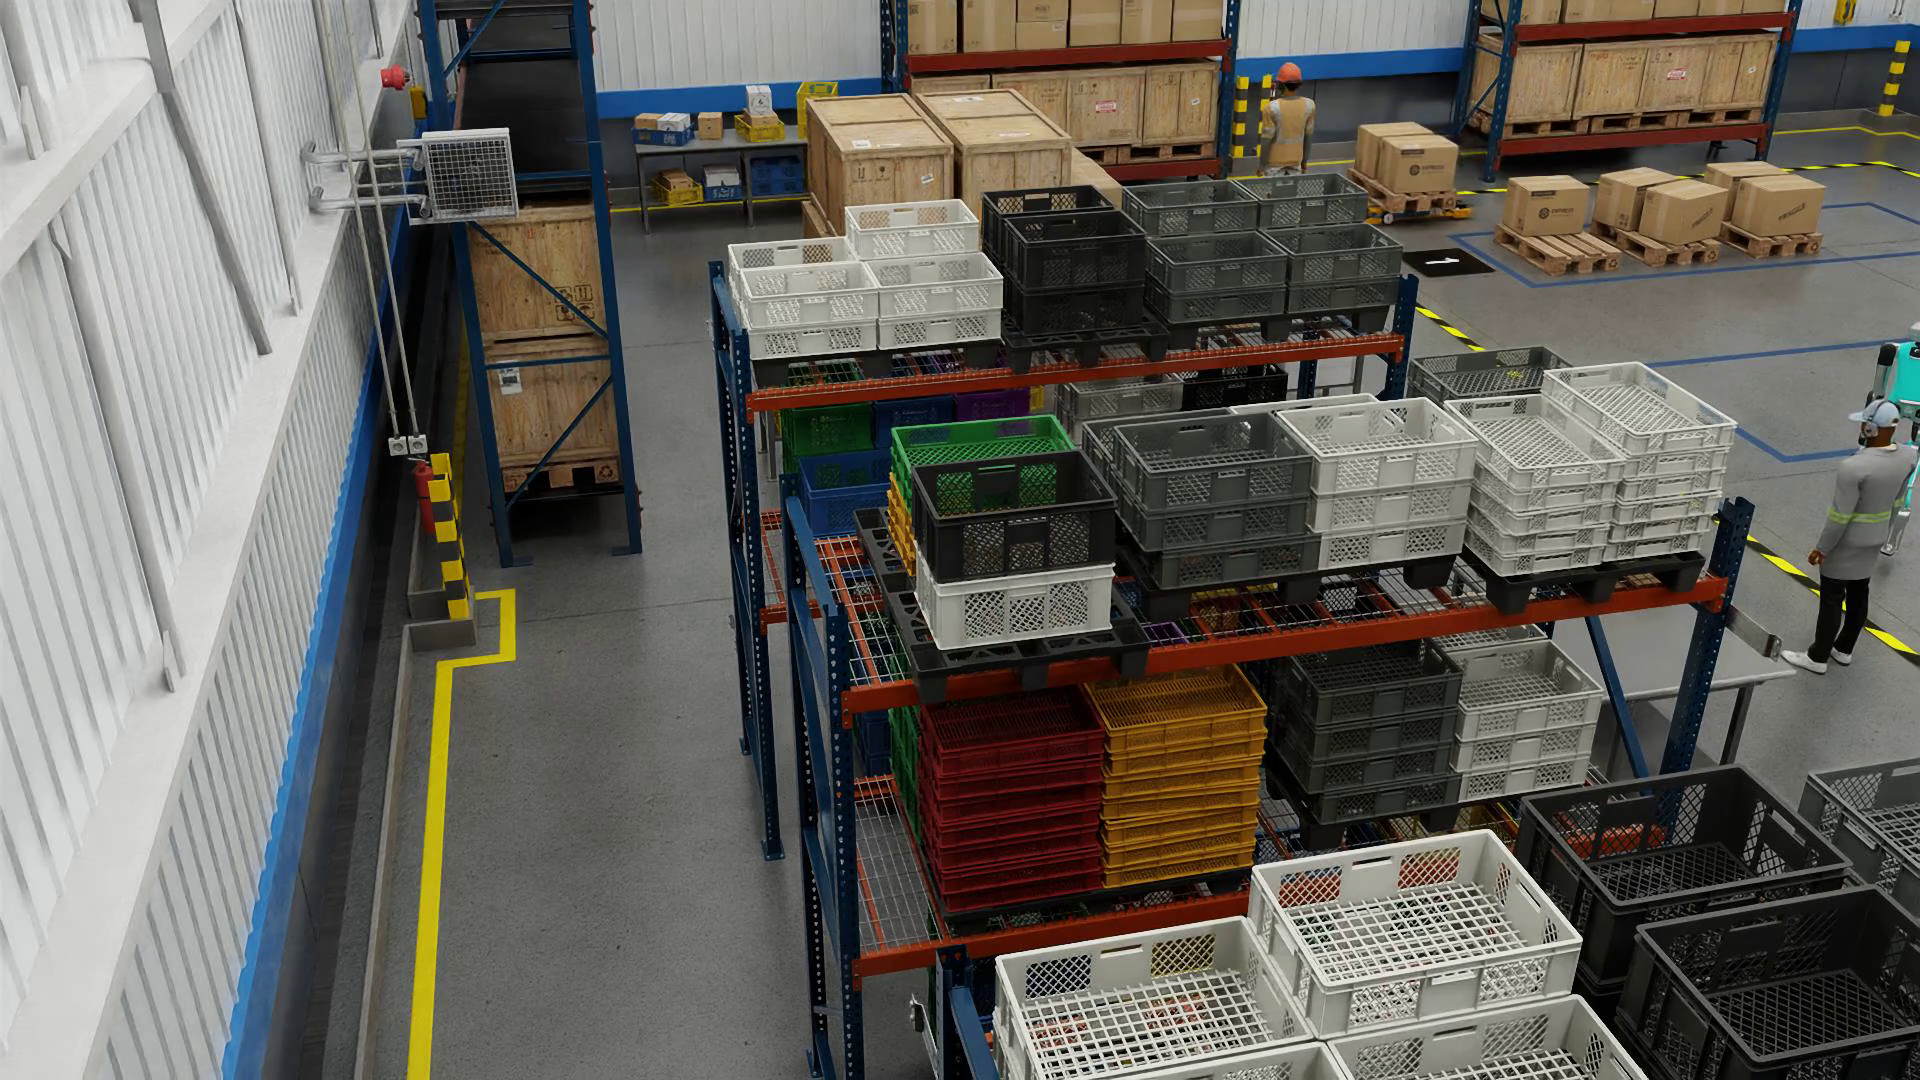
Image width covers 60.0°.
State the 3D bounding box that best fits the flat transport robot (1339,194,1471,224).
[{"bbox_3d":[5.167,-3.918,19.450,1.431,0.197,0.652,-6,28,-12],"label":"flat transport robot"}]

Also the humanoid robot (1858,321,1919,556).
[{"bbox_3d":[6.532,-0.648,11.556,0.533,1.677,0.735,14,31,24],"label":"humanoid robot"}]

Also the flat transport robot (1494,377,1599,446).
[{"bbox_3d":[4.780,-1.036,14.013,0.659,0.231,1.431,-6,28,-12],"label":"flat transport robot"}]

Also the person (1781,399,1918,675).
[{"bbox_3d":[5.563,-0.023,10.393,0.587,1.851,0.392,-11,30,-21],"label":"person"}]

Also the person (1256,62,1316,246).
[{"bbox_3d":[3.483,-4.107,17.934,0.606,2.047,0.366,-8,29,-15],"label":"person"}]
